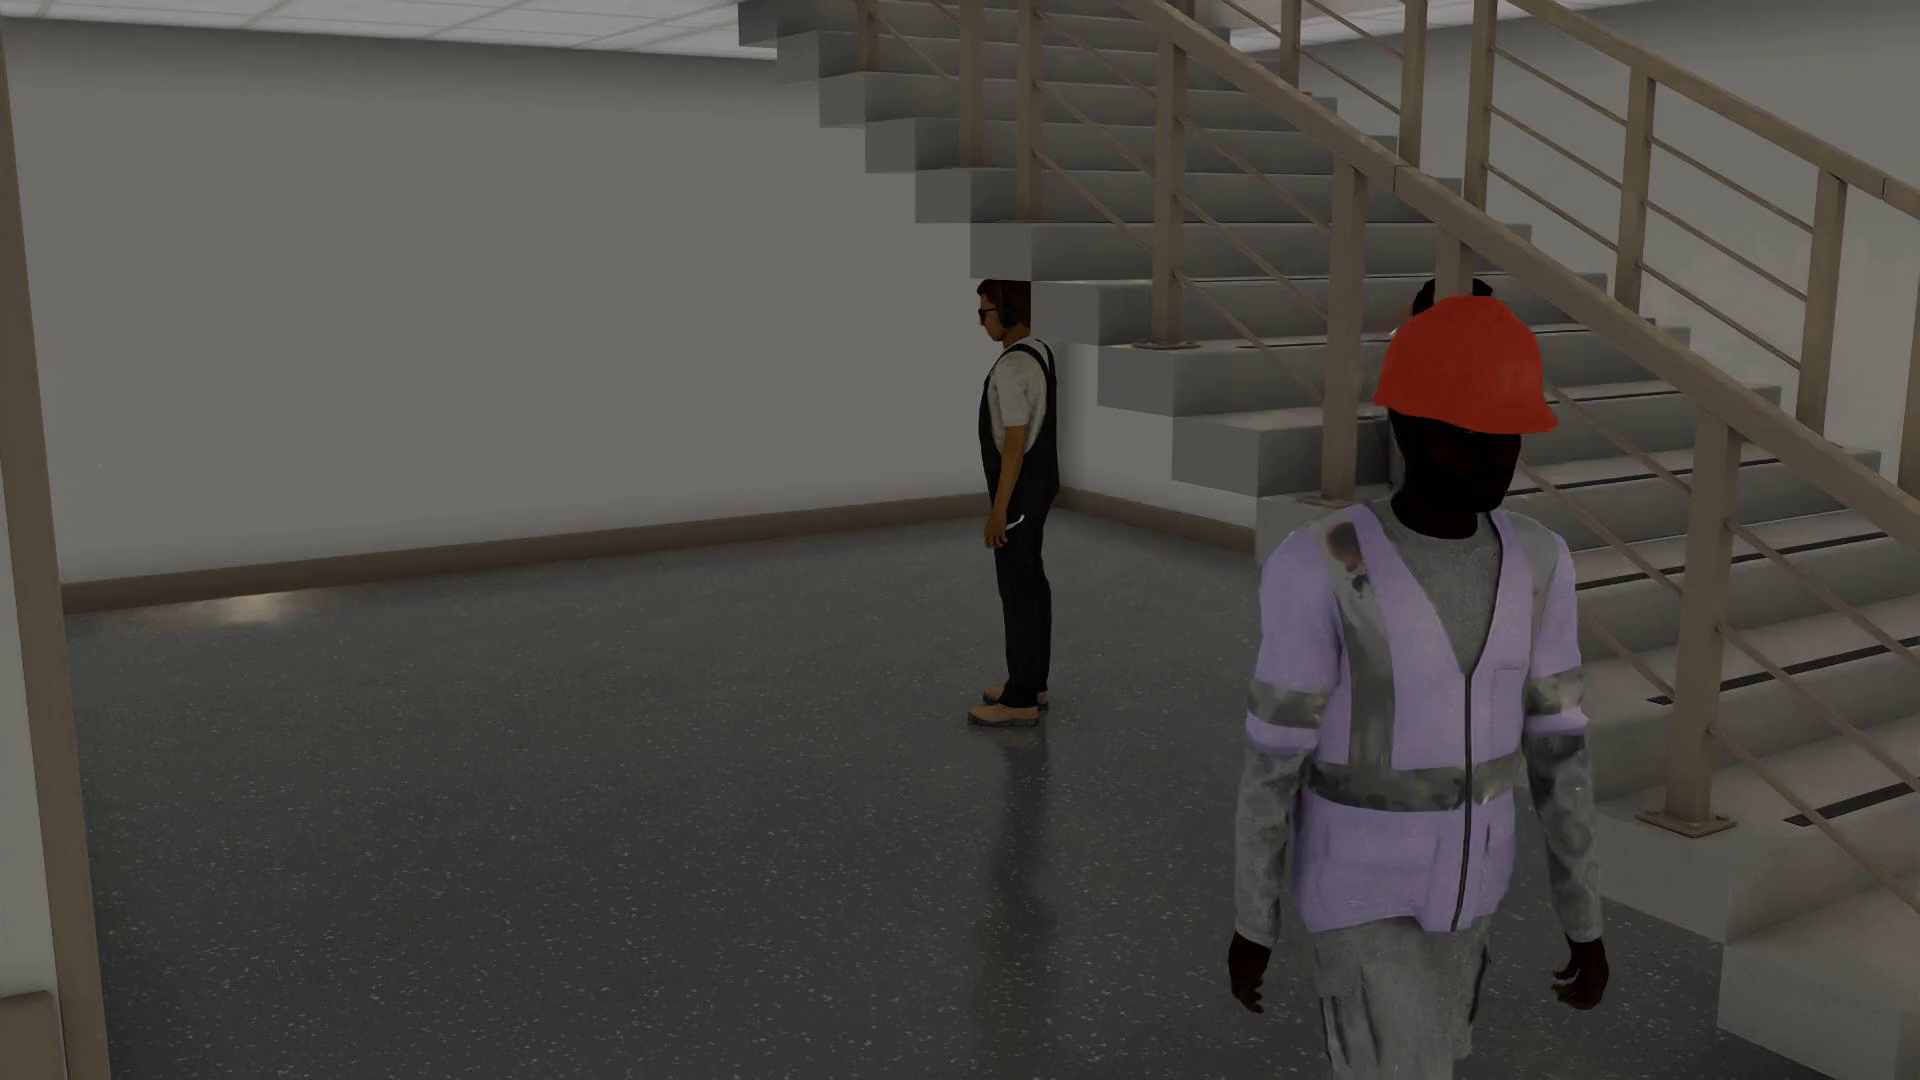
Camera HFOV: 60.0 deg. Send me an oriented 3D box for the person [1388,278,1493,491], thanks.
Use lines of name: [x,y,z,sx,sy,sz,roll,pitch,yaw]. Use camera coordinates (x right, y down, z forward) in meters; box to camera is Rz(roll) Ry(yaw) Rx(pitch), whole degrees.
person: [1.479,0.120,5.164,0.321,1.871,0.532,1,11,7]

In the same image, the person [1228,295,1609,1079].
person: [0.783,0.591,2.582,0.577,1.904,0.860,-4,12,-22]

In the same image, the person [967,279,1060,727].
person: [0.218,-0.160,6.711,0.345,1.840,0.504,3,11,16]
